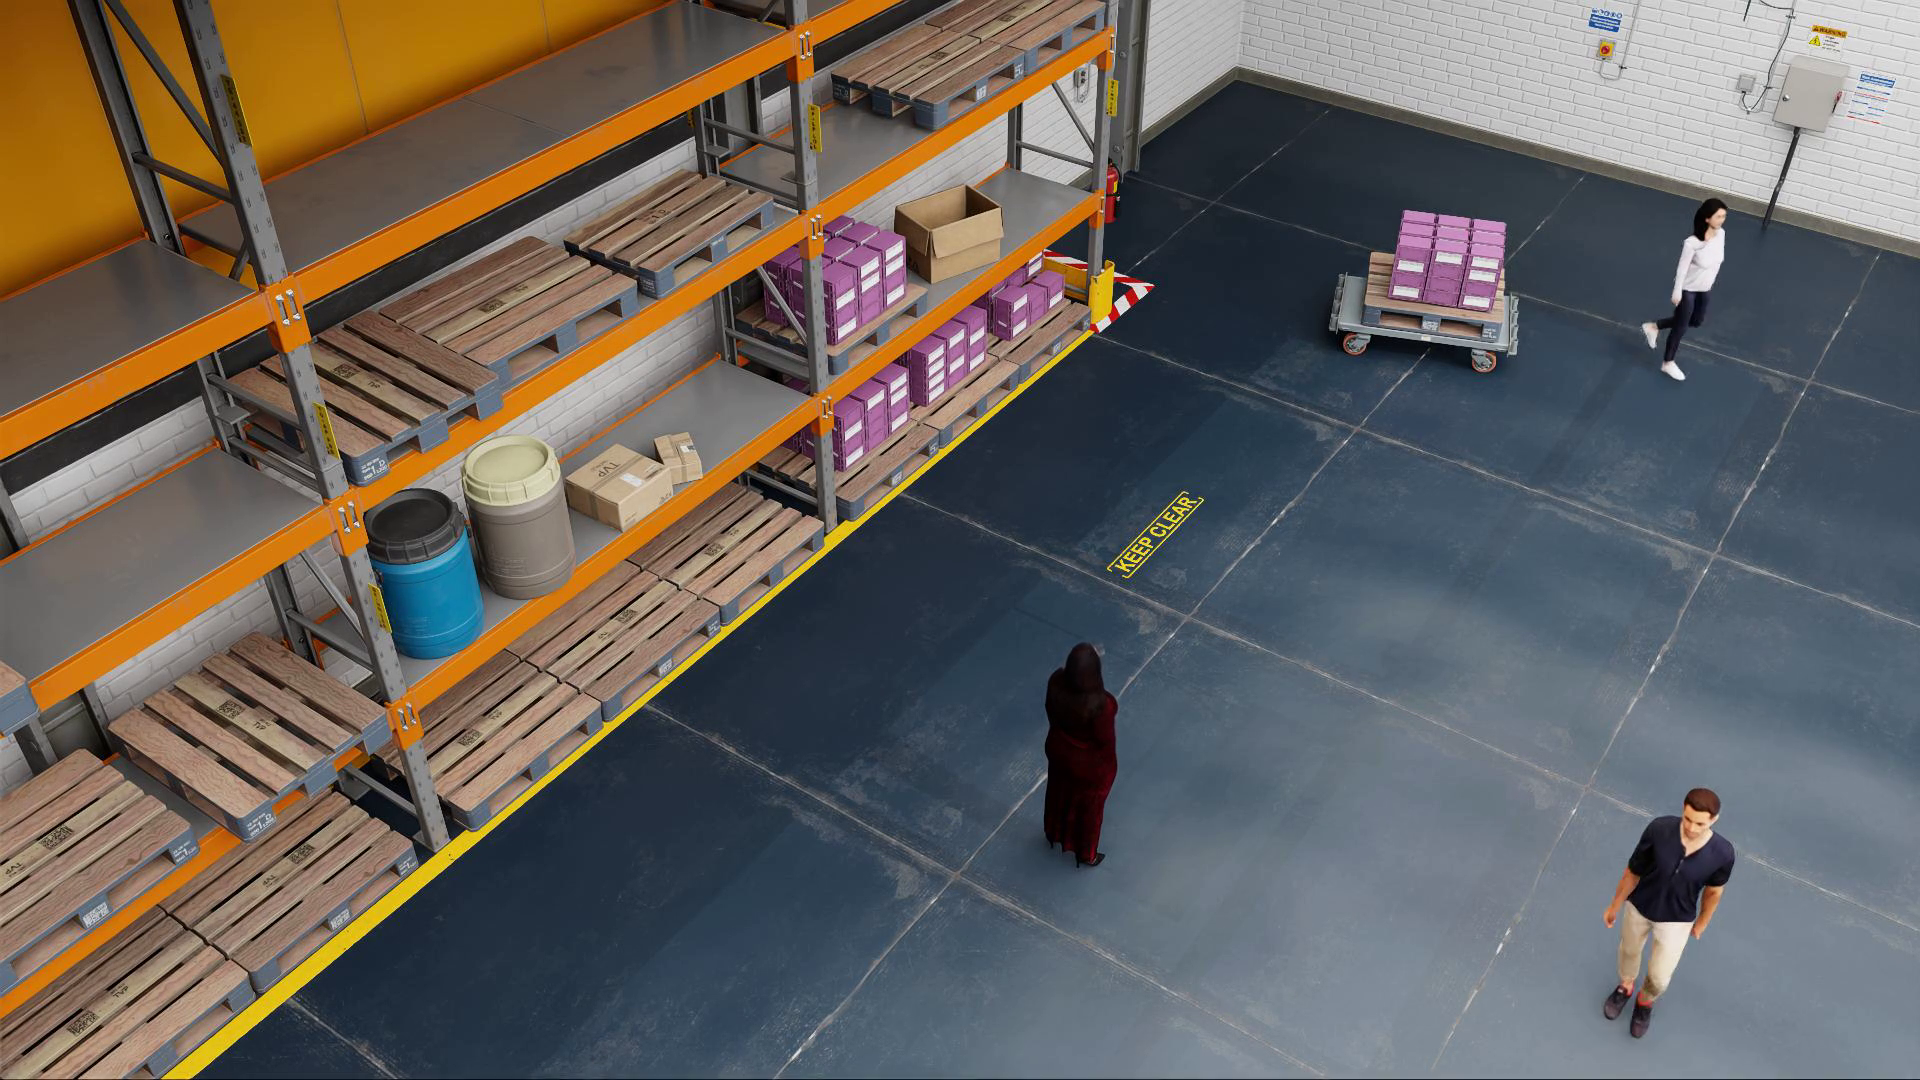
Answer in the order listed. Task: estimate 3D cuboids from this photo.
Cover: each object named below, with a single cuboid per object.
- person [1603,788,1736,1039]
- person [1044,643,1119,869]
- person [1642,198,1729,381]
[{"bbox_3d":[3.877,1.971,9.149,0.641,1.837,0.600,25,45,28],"label":"person"},{"bbox_3d":[0.719,1.298,10.055,0.656,1.759,0.704,-31,48,-33],"label":"person"},{"bbox_3d":[6.337,-2.242,14.543,0.863,1.689,0.852,-22,43,-25],"label":"person"}]
